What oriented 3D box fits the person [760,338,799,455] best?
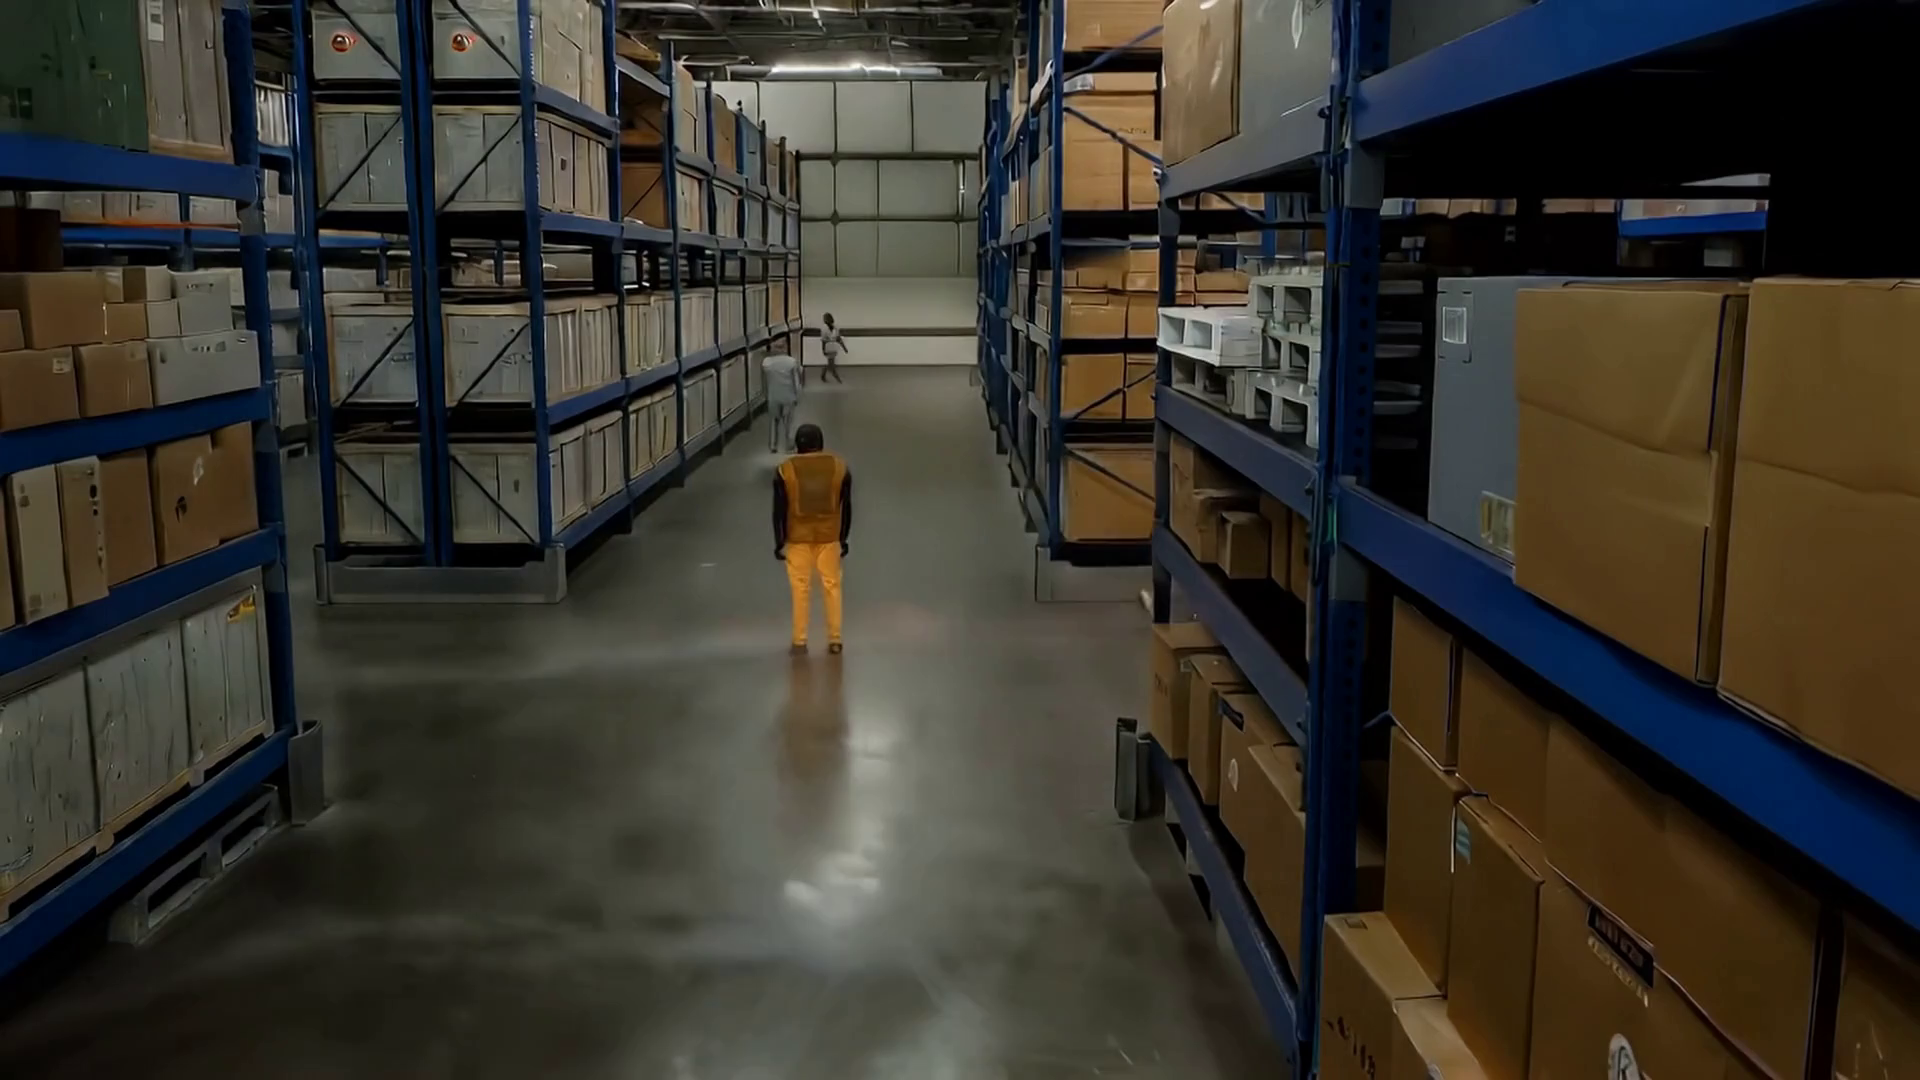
[{"bbox_3d":[-2.923,-2.341,27.208,0.636,1.903,0.404,3,10,18],"label":"person"}]

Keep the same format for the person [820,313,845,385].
[{"bbox_3d":[-3.411,-5.027,43.700,0.615,1.894,0.914,-8,12,-40],"label":"person"}]

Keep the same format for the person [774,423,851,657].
[{"bbox_3d":[-1.161,0.000,13.047,0.619,1.840,0.430,-3,10,-18],"label":"person"}]

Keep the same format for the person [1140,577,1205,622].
[{"bbox_3d":[1.909,-0.086,14.239,0.636,1.611,0.518,1,9,6],"label":"person"}]

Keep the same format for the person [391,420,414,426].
[{"bbox_3d":[-6.597,-1.145,20.109,0.562,1.830,0.409,-7,11,-35],"label":"person"}]
